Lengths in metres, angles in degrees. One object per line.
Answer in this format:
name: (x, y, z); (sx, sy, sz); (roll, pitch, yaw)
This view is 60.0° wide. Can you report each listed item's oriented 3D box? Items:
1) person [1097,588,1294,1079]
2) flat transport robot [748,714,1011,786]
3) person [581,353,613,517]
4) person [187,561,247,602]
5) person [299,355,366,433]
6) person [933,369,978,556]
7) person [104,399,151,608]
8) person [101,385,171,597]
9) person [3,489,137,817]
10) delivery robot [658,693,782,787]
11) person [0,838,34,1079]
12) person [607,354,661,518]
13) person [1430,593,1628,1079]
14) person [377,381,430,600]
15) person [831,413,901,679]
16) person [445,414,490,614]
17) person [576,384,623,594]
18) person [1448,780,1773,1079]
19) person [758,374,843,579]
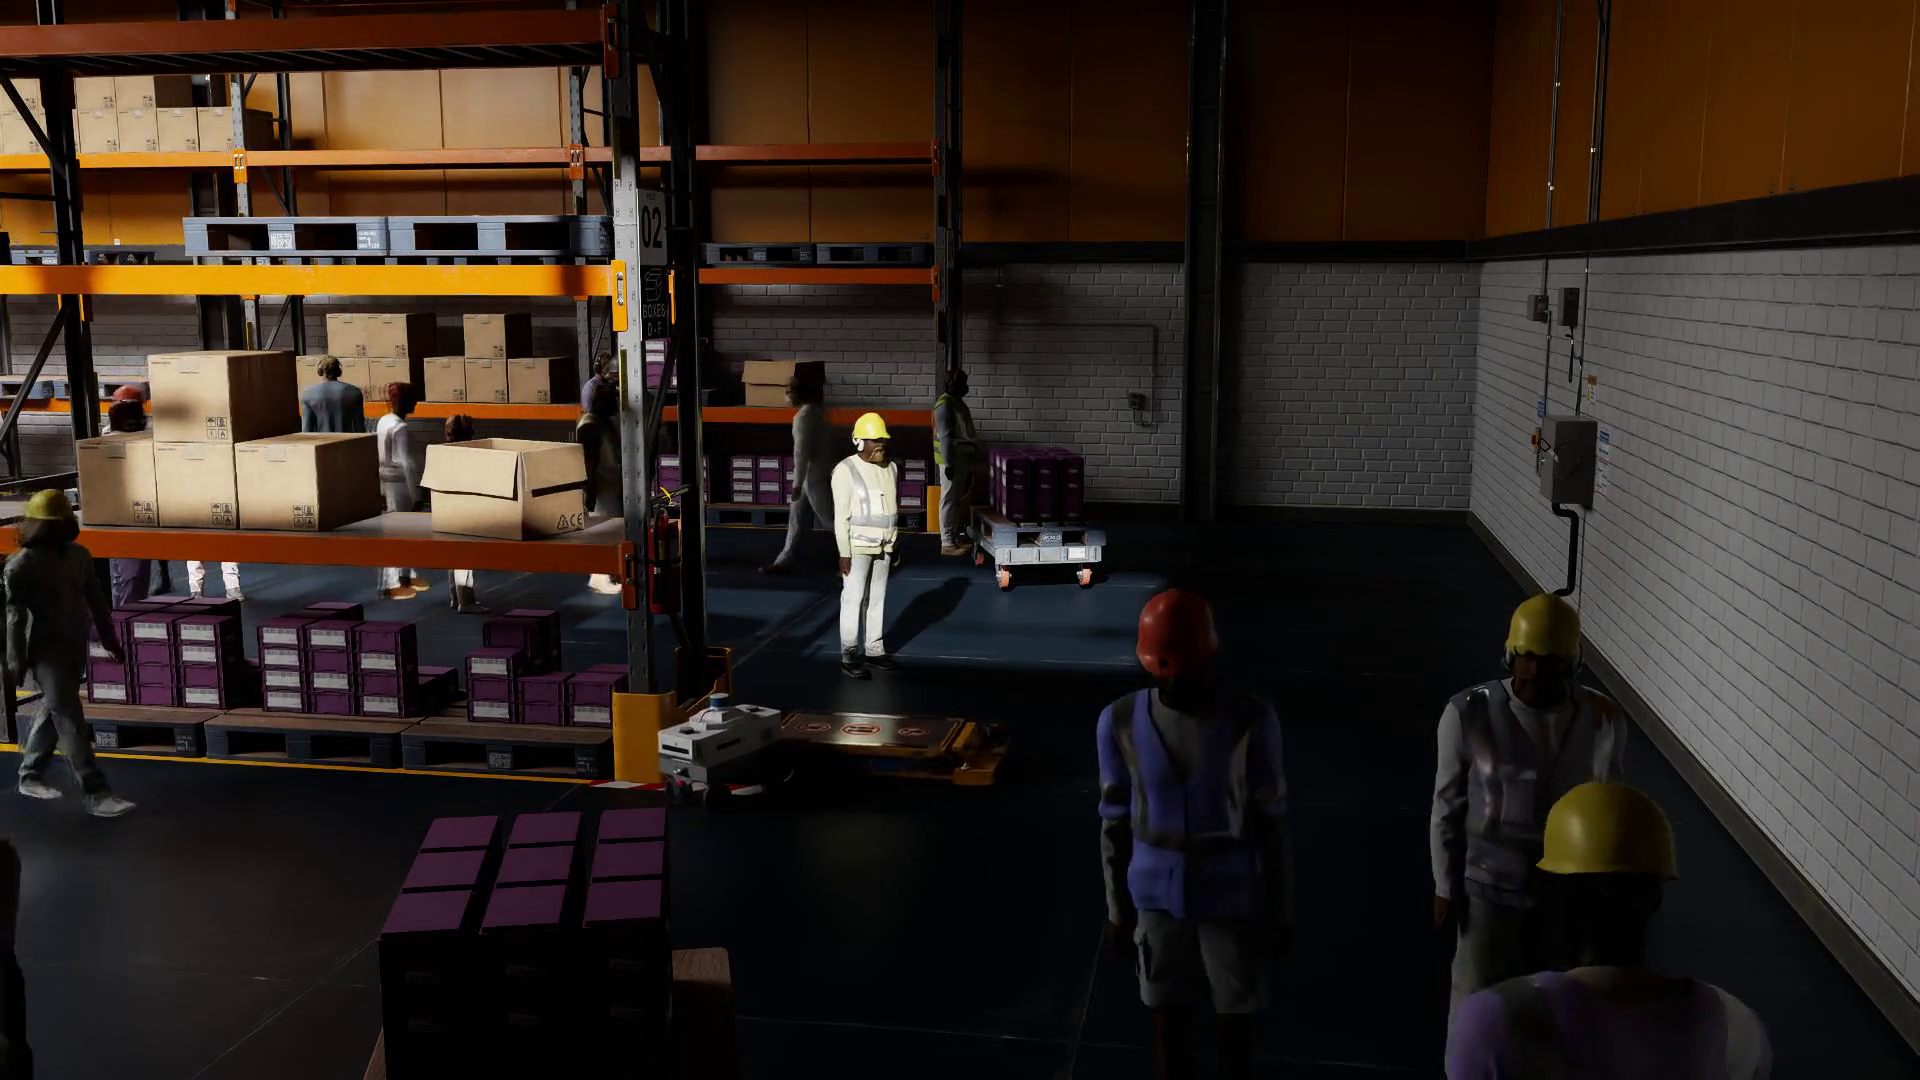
person: (0.708, 1.051, 4.991); (0.595, 1.902, 0.681); (2, 9, 15)
flat transport robot: (-0.469, 1.160, 9.364); (1.431, 0.197, 0.652); (2, 9, 10)
person: (-3.830, -1.038, 17.863); (0.370, 1.934, 0.627); (1, 9, 9)
person: (-6.296, -0.446, 13.990); (0.610, 1.996, 0.378); (-6, 11, -34)
person: (-6.492, -0.945, 17.261); (0.629, 1.940, 0.378); (-4, 10, -25)
person: (-0.040, -0.774, 16.506); (0.429, 1.844, 0.625); (2, 9, 12)
person: (-5.892, -0.052, 11.859); (0.400, 1.902, 0.647); (-7, 11, -36)
person: (-6.929, -0.383, 14.028); (0.559, 1.880, 1.018); (-2, 9, -12)
person: (-4.655, 0.572, 8.618); (0.885, 1.696, 0.490); (3, 10, 16)
delivery robot: (-1.271, 1.058, 8.828); (0.477, 0.478, 0.707); (6, 11, 33)
person: (-2.180, 1.307, 3.635); (0.957, 1.818, 0.531); (6, 11, 32)
person: (-3.214, -0.777, 15.908); (0.689, 2.000, 0.538); (-7, 11, -35)
person: (1.766, 1.058, 5.172); (0.597, 1.828, 0.403); (0, 9, 2)
person: (-4.732, -0.423, 14.233); (0.602, 1.863, 0.619); (-6, 11, -34)
person: (-0.624, 0.031, 11.534); (0.404, 1.834, 0.591); (8, 12, 39)
person: (-4.084, -0.214, 13.654); (0.308, 1.641, 0.514); (-5, 10, -28)
person: (-3.059, -0.432, 14.398); (0.475, 1.831, 0.662); (1, 9, 4)
person: (1.109, 1.392, 2.912); (0.644, 1.885, 0.662); (-1, 9, -6)
person: (-1.312, -0.567, 15.103); (1.019, 1.882, 0.626); (0, 9, 1)
